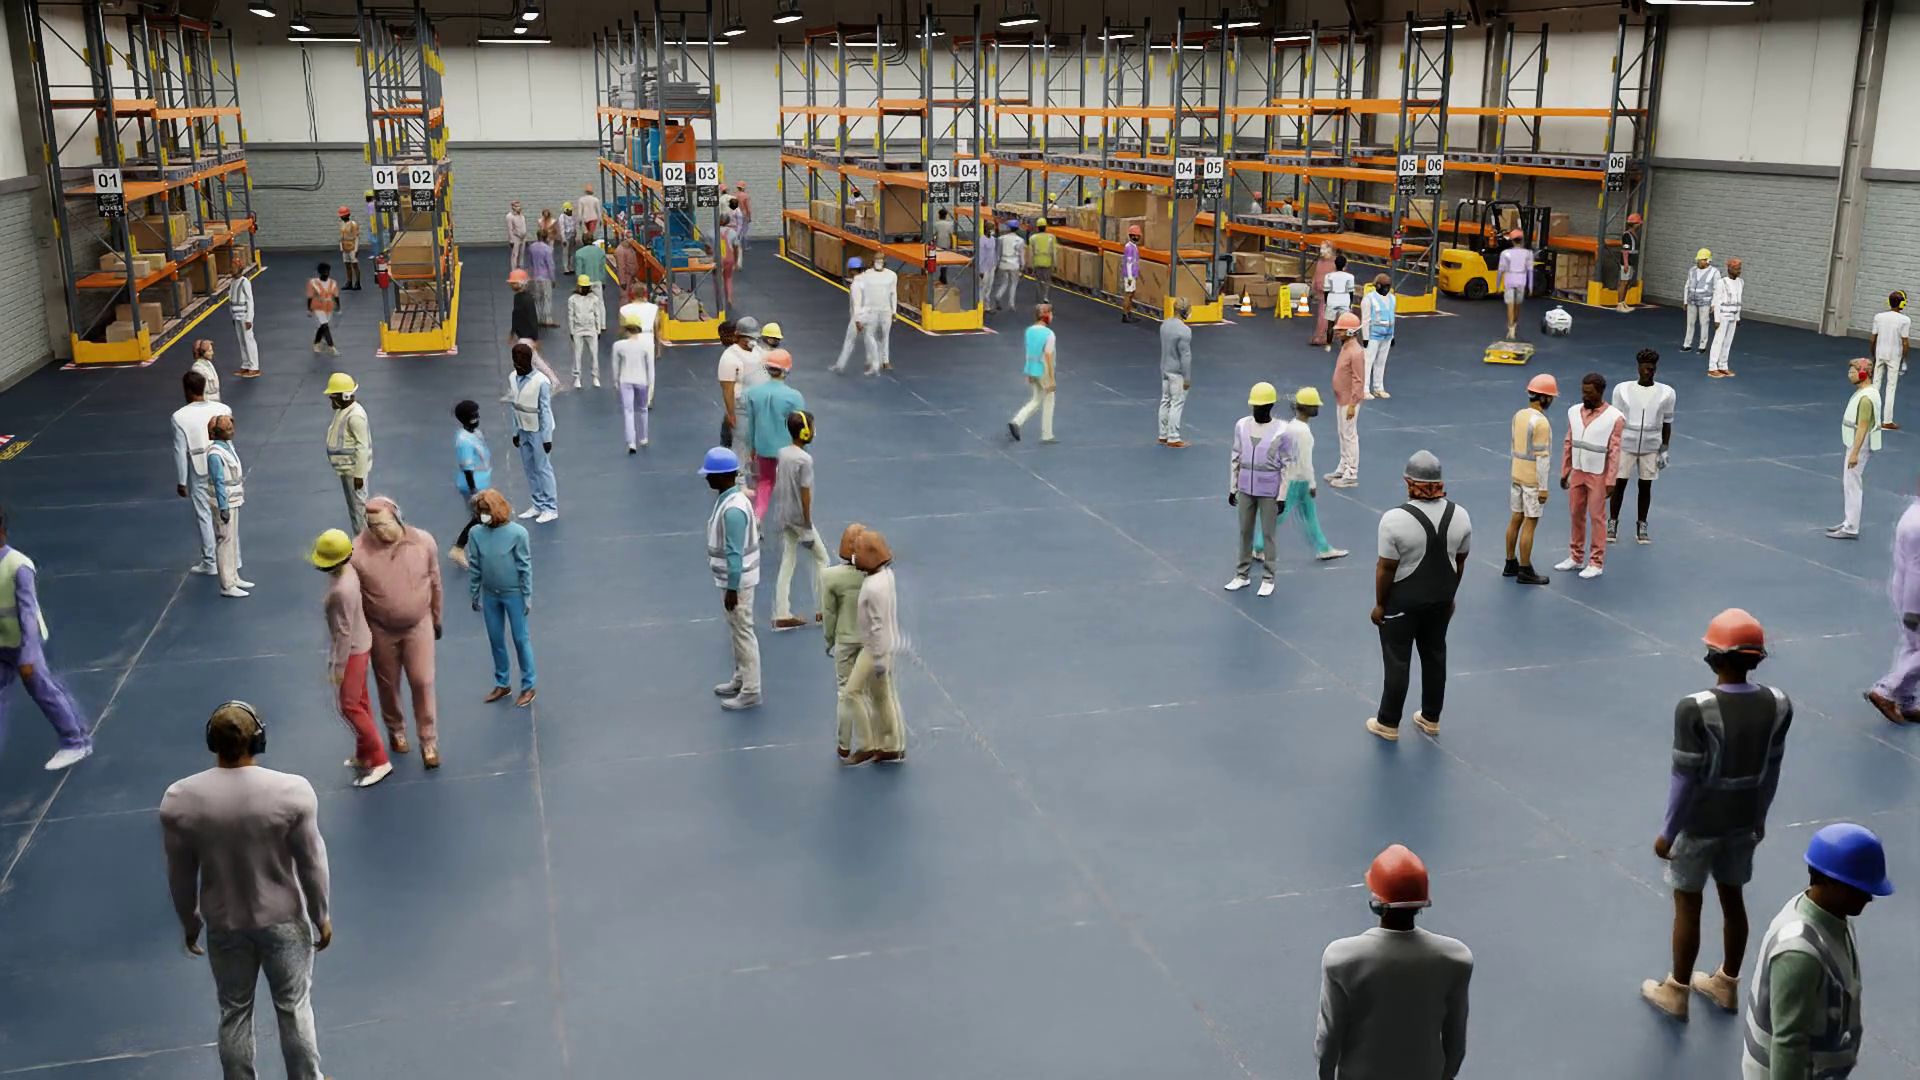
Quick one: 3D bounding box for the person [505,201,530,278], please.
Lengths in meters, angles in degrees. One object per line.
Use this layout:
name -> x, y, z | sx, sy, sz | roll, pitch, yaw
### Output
person -> -10.887, -7.391, 41.005 | 0.407, 1.910, 0.638 | 5, 16, 19

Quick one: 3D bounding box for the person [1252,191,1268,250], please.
person -> 8.751, -9.407, 48.940 | 0.839, 1.718, 0.576 | 13, 20, 41

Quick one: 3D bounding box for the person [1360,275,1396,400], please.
person -> 6.202, -3.000, 24.622 | 0.619, 1.838, 0.430 | -9, 17, -30

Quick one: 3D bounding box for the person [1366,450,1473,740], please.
person -> 3.130, 0.372, 11.535 | 0.683, 2.000, 0.537 | -5, 16, -17

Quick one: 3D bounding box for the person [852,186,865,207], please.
person -> -2.920, -9.153, 47.578 | 0.360, 1.937, 0.542 | 6, 16, 23

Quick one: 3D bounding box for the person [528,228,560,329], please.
person -> -8.044, -5.047, 32.128 | 0.635, 1.936, 0.355 | 11, 18, 35

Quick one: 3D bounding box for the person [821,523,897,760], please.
person -> -0.670, 0.683, 11.141 | 0.500, 1.636, 0.284 | 0, 15, 0

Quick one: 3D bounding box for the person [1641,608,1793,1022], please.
person -> 3.614, 1.317, 7.983 | 0.615, 2.041, 0.391 | -4, 15, -15

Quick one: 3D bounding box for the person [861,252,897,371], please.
person -> -1.325, -3.739, 27.211 | 0.627, 1.935, 0.371 | -4, 15, -15

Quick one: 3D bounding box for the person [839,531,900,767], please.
person -> -0.642, 0.731, 10.989 | 0.543, 1.618, 0.509 | 0, 15, -1

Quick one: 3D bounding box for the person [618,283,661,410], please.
person -> -4.605, -2.780, 23.889 | 0.588, 1.790, 1.018 | -7, 17, -26

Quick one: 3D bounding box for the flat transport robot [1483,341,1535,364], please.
flat transport robot -> 9.385, -3.205, 28.390 | 0.652, 0.197, 1.431 | 7, 16, 24

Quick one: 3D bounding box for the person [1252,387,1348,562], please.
person -> 3.245, -0.605, 15.850 | 0.952, 1.711, 0.543 | 1, 15, 5

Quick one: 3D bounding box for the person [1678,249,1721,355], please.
person -> 12.874, -4.150, 28.951 | 0.404, 1.829, 0.600 | -11, 19, -37

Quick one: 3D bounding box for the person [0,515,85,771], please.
person -> -6.150, 0.686, 10.693 | 0.609, 1.863, 0.993 | 6, 16, 20

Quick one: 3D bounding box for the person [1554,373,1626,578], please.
person -> 5.881, -0.615, 15.512 | 0.402, 1.910, 0.598 | -9, 17, -30

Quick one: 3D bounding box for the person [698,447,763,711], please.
person -> -1.669, 0.270, 12.136 | 0.421, 1.938, 0.601 | -4, 15, -14

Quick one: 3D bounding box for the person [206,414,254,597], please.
person -> -6.555, -0.312, 14.882 | 0.311, 1.638, 0.523 | -4, 15, -13

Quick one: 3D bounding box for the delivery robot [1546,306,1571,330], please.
delivery robot -> 11.253, -4.164, 31.275 | 0.477, 0.478, 0.707 | 2, 15, 7

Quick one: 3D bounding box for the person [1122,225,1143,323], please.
person -> 3.426, -5.269, 32.993 | 0.383, 1.929, 0.539 | 4, 15, 14

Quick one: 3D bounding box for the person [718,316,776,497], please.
person -> -2.346, -1.503, 18.593 | 0.536, 2.000, 0.684 | 9, 17, 30

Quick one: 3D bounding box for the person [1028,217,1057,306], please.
person -> 1.755, -5.885, 35.334 | 0.631, 1.904, 0.419 | 1, 15, 2

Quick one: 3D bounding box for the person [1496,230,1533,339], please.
person -> 10.334, -4.775, 31.037 | 0.634, 1.977, 1.057 | 1, 15, 4

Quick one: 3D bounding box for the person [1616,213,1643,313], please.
person -> 13.943, -5.761, 34.613 | 0.372, 2.044, 0.607 | 10, 18, 33

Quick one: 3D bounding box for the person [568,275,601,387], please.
person -> -5.771, -3.219, 25.643 | 0.488, 1.737, 0.322 | -5, 16, -19

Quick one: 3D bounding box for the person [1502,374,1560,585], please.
person -> 5.253, -0.561, 15.256 | 0.369, 1.933, 0.543 | -2, 15, -9

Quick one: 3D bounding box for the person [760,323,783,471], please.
person -> -2.264, -1.719, 19.937 | 0.329, 1.765, 0.526 | 0, 15, 0

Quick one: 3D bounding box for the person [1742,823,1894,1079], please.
person -> 3.006, 1.906, 5.948 | 0.402, 1.943, 0.608 | 10, 18, 33

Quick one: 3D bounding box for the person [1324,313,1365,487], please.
person -> 4.423, -1.605, 19.066 | 0.396, 1.992, 0.622 | 0, 15, 0

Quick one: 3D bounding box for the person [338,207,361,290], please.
person -> -14.190, -6.761, 38.598 | 0.542, 1.928, 0.374 | 7, 17, 26

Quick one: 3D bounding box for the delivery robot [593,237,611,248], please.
delivery robot -> -10.078, -8.249, 46.646 | 0.477, 0.478, 0.707 | -11, 18, -35

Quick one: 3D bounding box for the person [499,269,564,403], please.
person -> -6.342, -3.029, 24.517 | 0.986, 1.956, 0.615 | -7, 17, -26

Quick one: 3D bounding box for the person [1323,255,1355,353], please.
person -> 6.619, -4.122, 29.101 | 0.538, 1.700, 0.317 | 3, 15, 10

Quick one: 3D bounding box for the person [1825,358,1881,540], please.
person -> 9.078, -0.921, 16.810 | 0.403, 1.831, 0.572 | 7, 16, 24

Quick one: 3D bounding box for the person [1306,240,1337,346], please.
person -> 6.448, -4.419, 29.863 | 0.767, 1.882, 0.665 | -6, 16, -20

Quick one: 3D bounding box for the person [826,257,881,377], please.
person -> -1.688, -3.550, 26.568 | 0.962, 1.896, 0.603 | 6, 16, 21

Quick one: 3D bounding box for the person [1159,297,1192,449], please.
person -> 2.746, -2.114, 21.121 | 0.381, 1.929, 0.635 | -6, 16, -22

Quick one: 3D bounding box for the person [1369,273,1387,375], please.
person -> 6.737, -3.484, 26.851 | 0.279, 1.628, 0.505 | -6, 16, -22

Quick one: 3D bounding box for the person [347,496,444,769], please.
person -> -3.730, 0.601, 11.026 | 0.664, 1.861, 0.891 | -7, 16, -25
